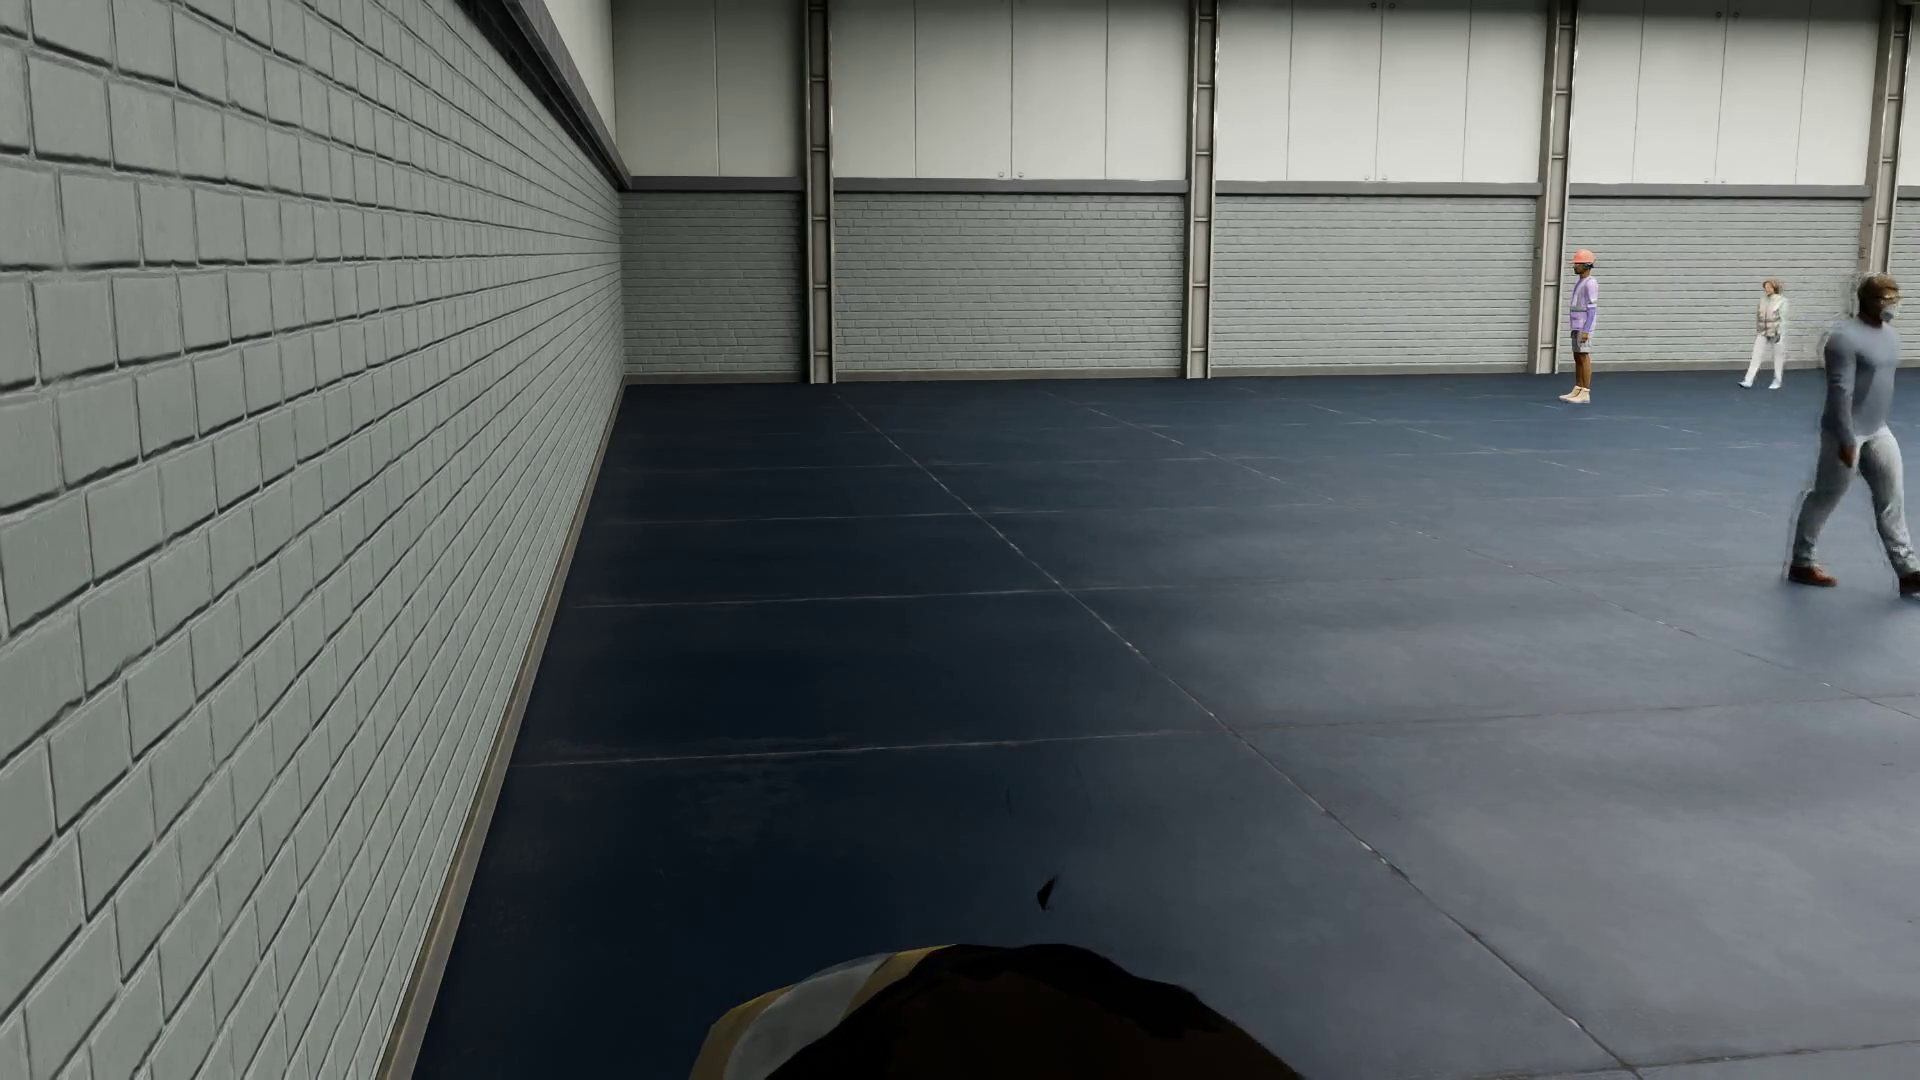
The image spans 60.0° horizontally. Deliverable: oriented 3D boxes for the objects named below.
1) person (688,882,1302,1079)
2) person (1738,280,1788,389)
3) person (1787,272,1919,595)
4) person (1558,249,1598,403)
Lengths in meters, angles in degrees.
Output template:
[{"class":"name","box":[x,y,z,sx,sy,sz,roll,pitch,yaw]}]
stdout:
[{"class":"person","box":[0.044,0.939,1.014,0.625,1.844,0.429,5,11,29]},{"class":"person","box":[11.780,-2.988,24.290,0.826,1.598,0.527,-6,12,-31]},{"class":"person","box":[5.382,-0.610,9.788,0.658,1.890,0.976,-6,11,-29]},{"class":"person","box":[8.287,-2.846,22.217,0.377,2.045,0.605,1,10,5]}]
